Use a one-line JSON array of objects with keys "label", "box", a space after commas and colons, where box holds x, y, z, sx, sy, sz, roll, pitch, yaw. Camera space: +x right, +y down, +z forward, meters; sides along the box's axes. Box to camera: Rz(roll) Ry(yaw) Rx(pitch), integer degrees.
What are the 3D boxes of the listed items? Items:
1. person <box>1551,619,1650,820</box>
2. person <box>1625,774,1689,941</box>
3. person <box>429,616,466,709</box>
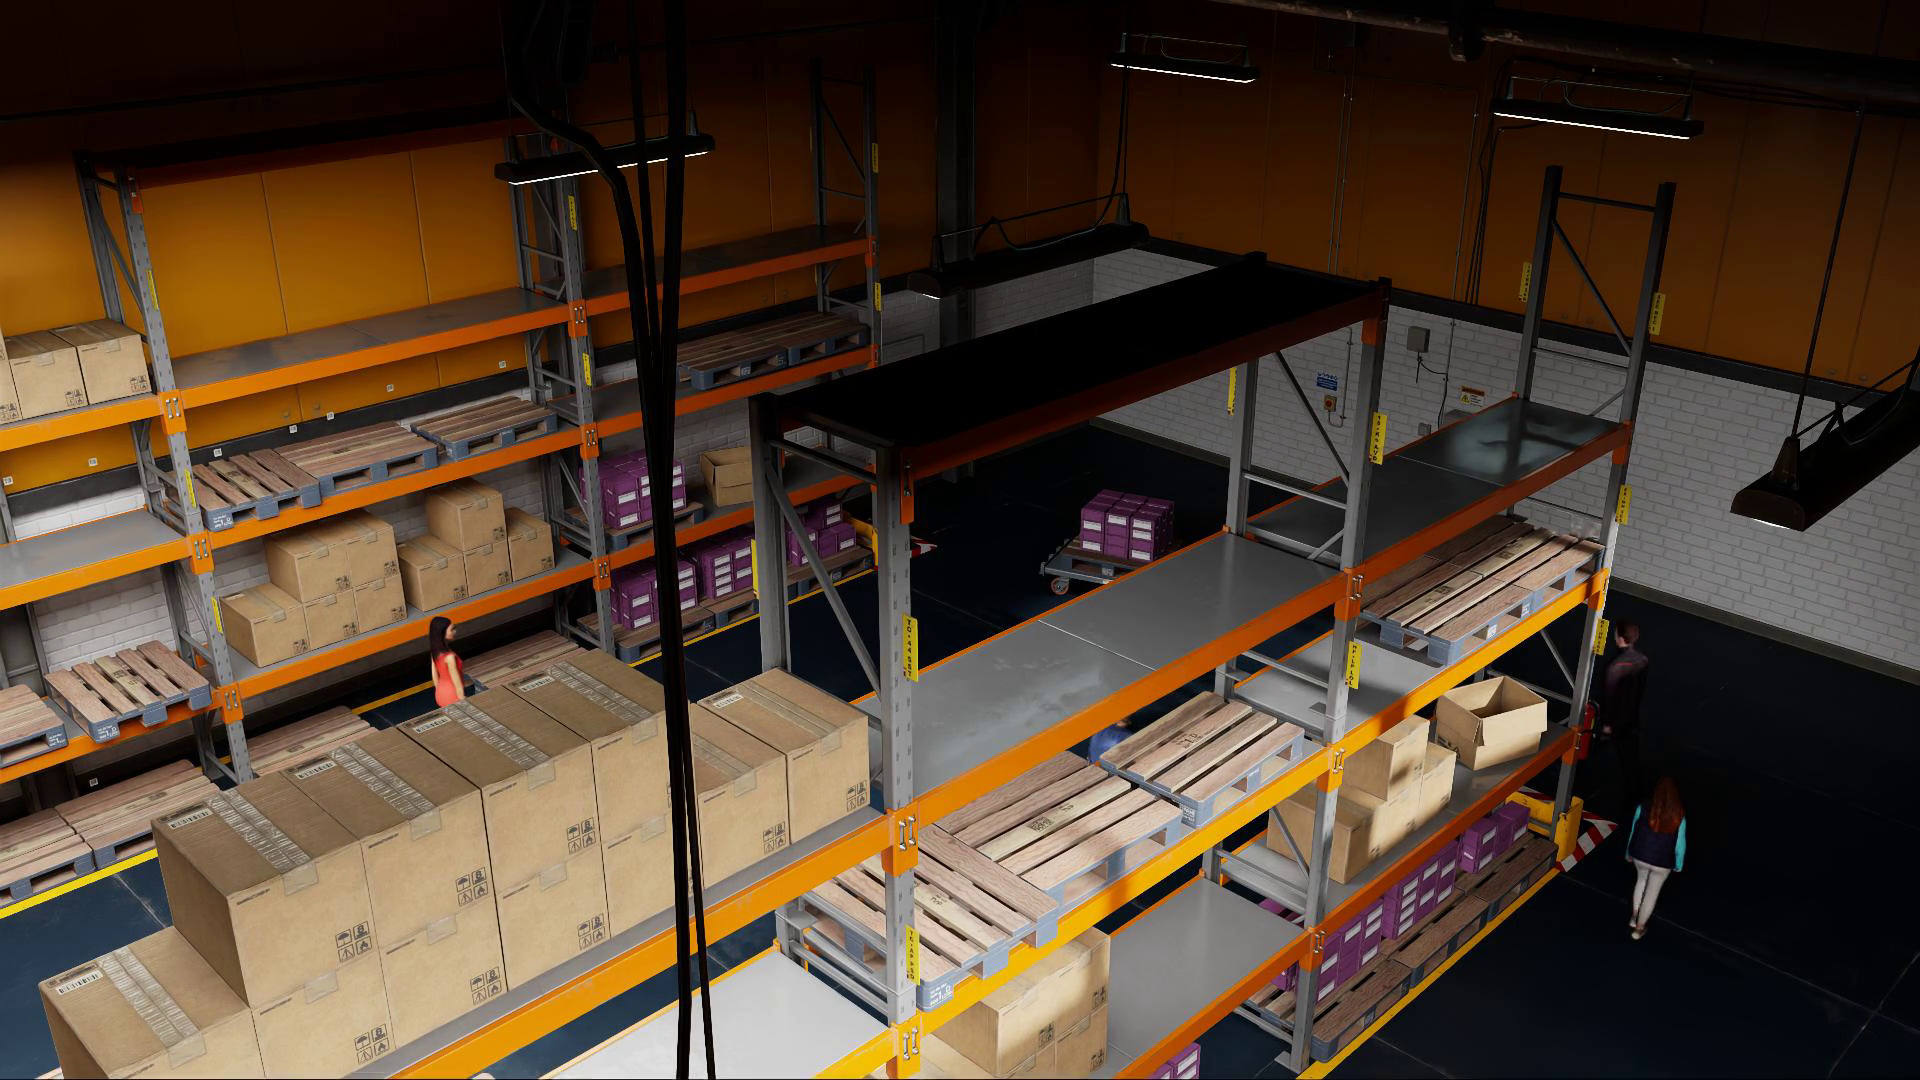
[{"label": "person", "box": [6.069, 1.681, 15.204, 1.250, 1.862, 1.051, -10, 26, -22]}, {"label": "person", "box": [5.617, 2.612, 13.539, 0.591, 1.489, 0.604, 20, 30, 37]}, {"label": "person", "box": [-4.821, 1.519, 15.752, 0.570, 1.718, 0.514, 22, 32, 40]}]
